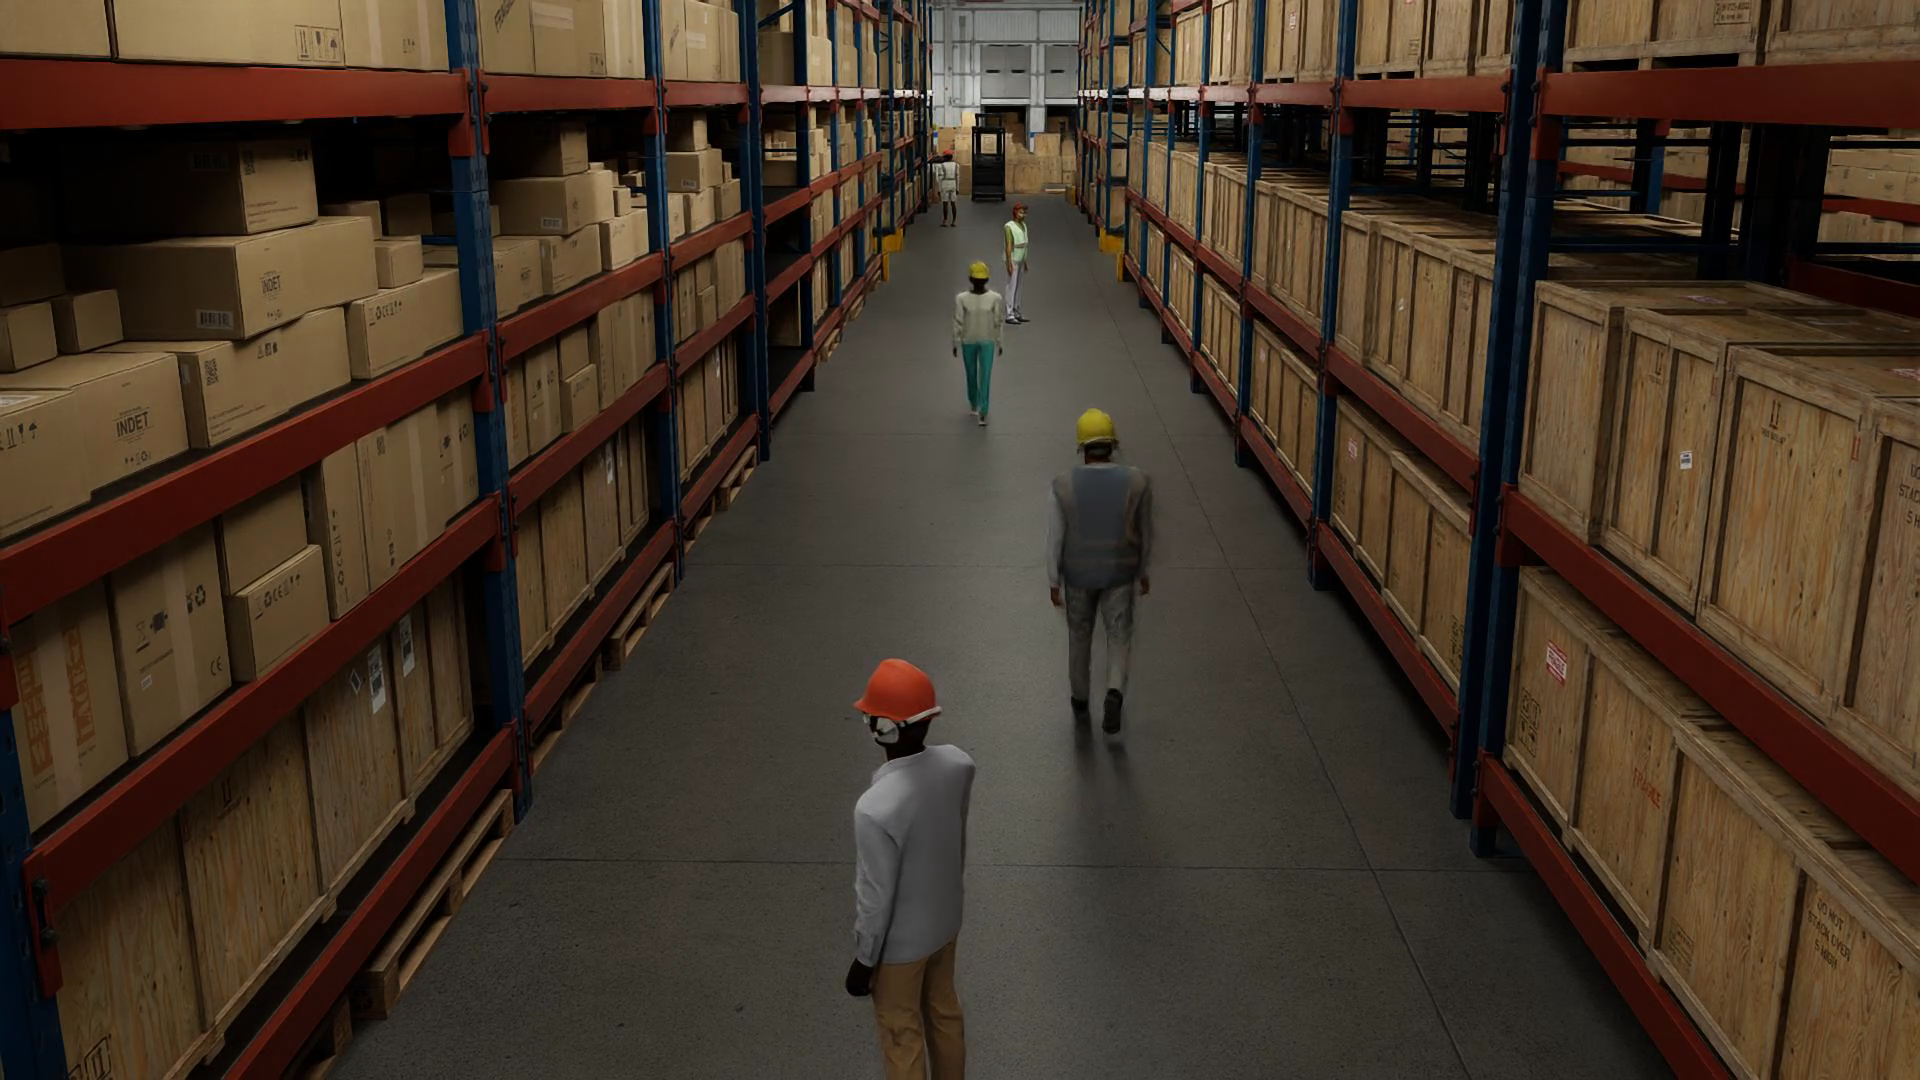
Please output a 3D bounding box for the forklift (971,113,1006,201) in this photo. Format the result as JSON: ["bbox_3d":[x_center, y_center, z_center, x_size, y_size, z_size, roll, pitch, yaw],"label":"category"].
[{"bbox_3d":[0.951,-12.674,54.948,1.129,2.768,1.873,0,15,2],"label":"forklift"}]

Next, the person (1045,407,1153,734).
[{"bbox_3d":[0.768,0.173,9.182,0.603,1.808,0.705,1,15,3],"label":"person"}]

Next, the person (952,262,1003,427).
[{"bbox_3d":[0.194,-2.148,17.976,0.541,1.730,0.882,1,15,2],"label":"person"}]

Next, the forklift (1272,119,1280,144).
[{"bbox_3d":[8.284,-9.604,43.525,1.873,2.768,1.129,0,15,2],"label":"forklift"}]

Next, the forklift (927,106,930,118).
[{"bbox_3d":[-1.981,-20.854,85.384,1.129,2.768,1.873,0,15,2],"label":"forklift"}]

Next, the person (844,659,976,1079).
[{"bbox_3d":[-0.181,1.224,5.372,0.327,1.753,0.560,10,18,32],"label":"person"}]

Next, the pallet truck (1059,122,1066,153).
[{"bbox_3d":[5.788,-21.111,88.014,1.885,1.965,0.823,5,16,18],"label":"pallet truck"}]

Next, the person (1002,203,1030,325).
[{"bbox_3d":[0.858,-4.253,25.592,0.390,1.838,0.563,8,17,27],"label":"person"}]

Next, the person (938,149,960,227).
[{"bbox_3d":[-0.316,-9.327,44.085,0.607,2.044,0.378,-7,17,-24],"label":"person"}]
